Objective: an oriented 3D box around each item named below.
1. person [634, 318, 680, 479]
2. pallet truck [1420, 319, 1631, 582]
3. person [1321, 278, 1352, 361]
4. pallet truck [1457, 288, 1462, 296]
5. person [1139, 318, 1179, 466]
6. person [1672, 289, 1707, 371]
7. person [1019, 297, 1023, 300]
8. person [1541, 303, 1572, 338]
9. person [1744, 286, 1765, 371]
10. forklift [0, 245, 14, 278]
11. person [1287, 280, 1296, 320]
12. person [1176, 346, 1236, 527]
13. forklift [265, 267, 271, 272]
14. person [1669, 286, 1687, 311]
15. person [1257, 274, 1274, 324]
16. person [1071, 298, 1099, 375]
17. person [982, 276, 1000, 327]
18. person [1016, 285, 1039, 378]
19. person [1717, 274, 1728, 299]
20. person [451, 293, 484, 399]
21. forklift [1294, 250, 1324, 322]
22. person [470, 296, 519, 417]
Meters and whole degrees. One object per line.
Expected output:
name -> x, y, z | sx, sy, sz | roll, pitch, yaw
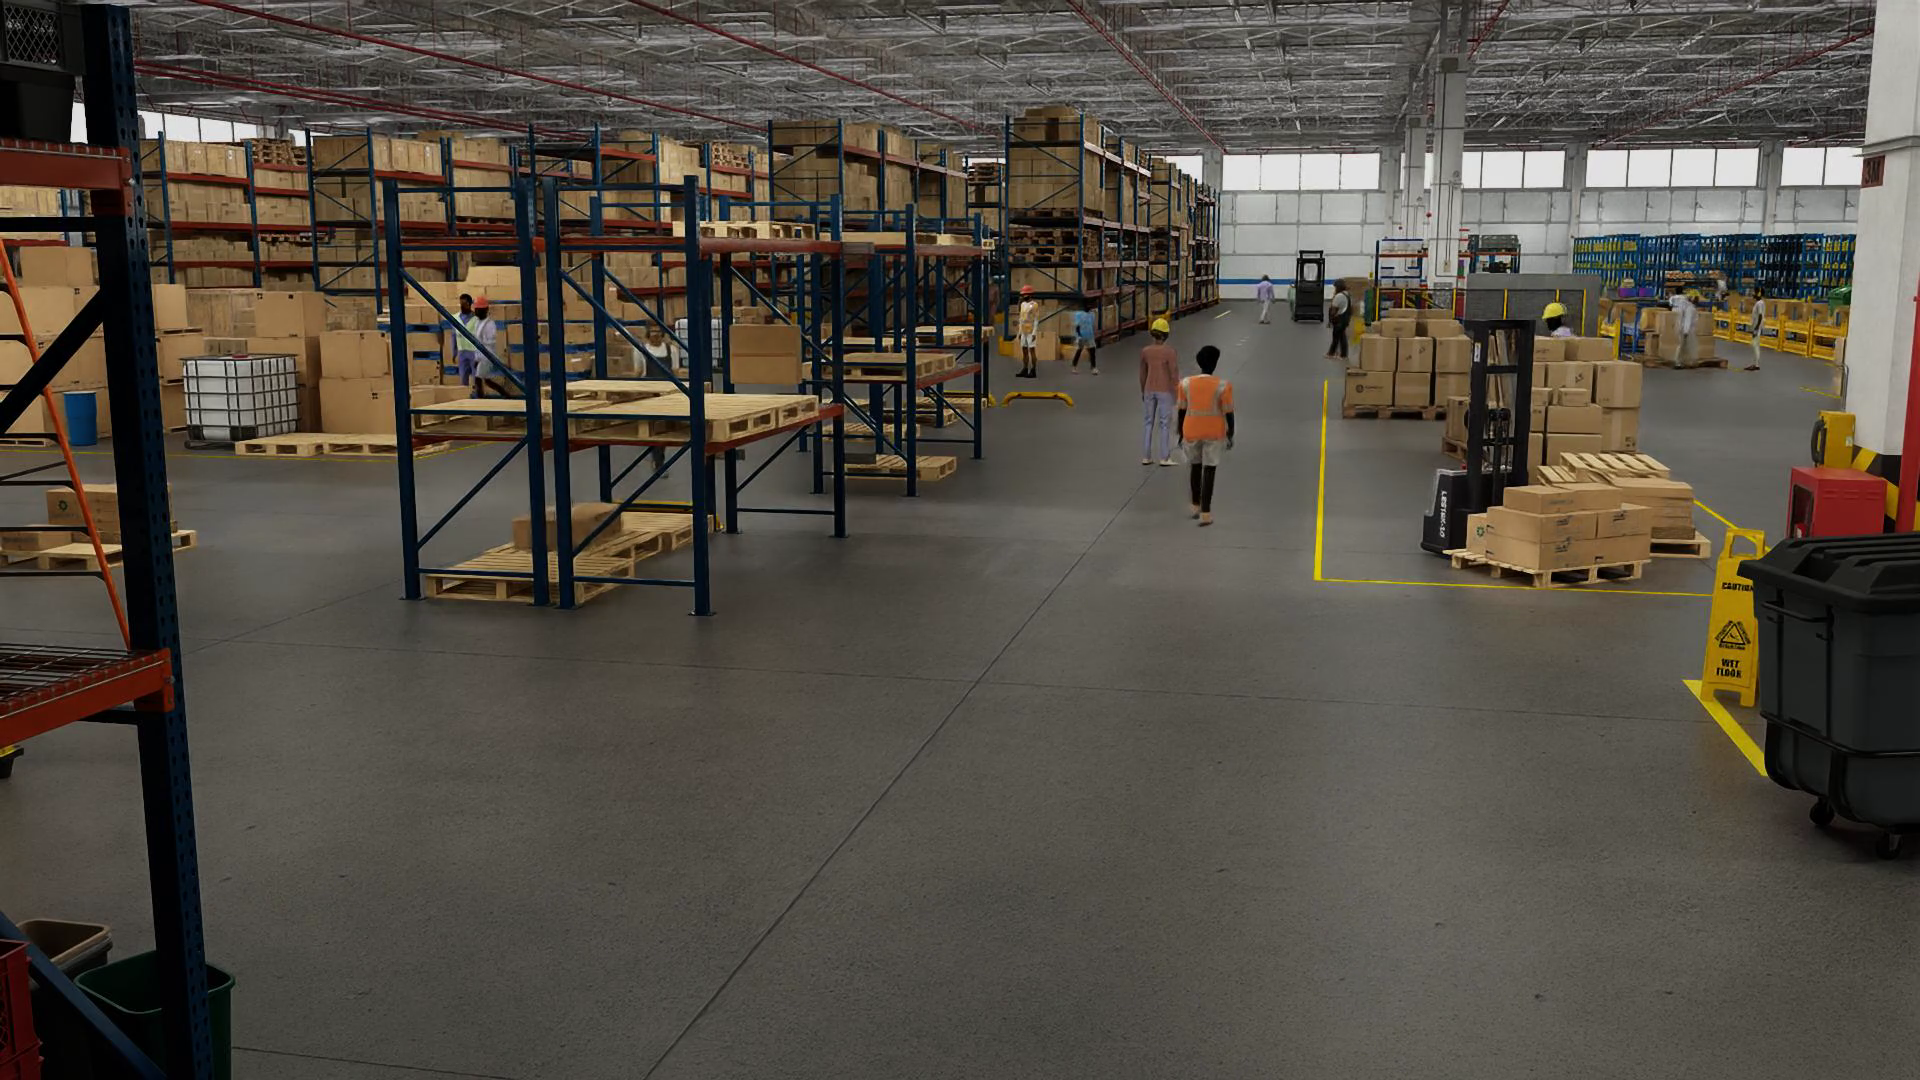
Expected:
person -> -3.468, -1.631, 19.006 | 0.516, 1.827, 0.786 | -5, 11, -26
pallet truck -> 4.543, -0.757, 13.299 | 0.823, 1.965, 1.885 | -4, 10, -22
person -> 9.148, -5.380, 40.548 | 0.904, 2.000, 0.704 | 7, 12, 34
pallet truck -> 20.506, -9.785, 68.819 | 0.653, 1.274, 1.630 | 2, 10, 12
person -> 2.393, -1.765, 19.942 | 0.530, 1.772, 0.302 | 8, 12, 39
person -> 16.308, -4.665, 36.997 | 0.799, 1.796, 0.612 | 2, 10, 13
person -> 2.170, -7.465, 53.909 | 0.542, 1.695, 0.316 | -5, 11, -27
person -> 7.813, -2.162, 21.885 | 0.467, 1.899, 0.605 | 5, 11, 30
person -> 17.721, -4.704, 37.034 | 0.328, 1.876, 0.514 | 4, 10, 21
forklift -> -24.886, -6.297, 43.492 | 1.873, 2.768, 1.129 | -5, 11, -28
person -> 13.651, -9.811, 68.029 | 0.510, 1.616, 0.585 | 7, 12, 36
person -> 2.335, -0.985, 15.615 | 0.546, 1.668, 0.744 | 4, 11, 25
forklift -> -24.476, -8.751, 58.025 | 1.129, 2.768, 1.873 | -3, 10, -18
person -> 21.803, -6.877, 50.480 | 0.541, 1.680, 0.708 | 2, 10, 14
person -> 11.626, -9.142, 63.267 | 0.710, 1.914, 0.644 | -9, 13, -44
person -> 2.678, -4.372, 35.689 | 0.527, 1.661, 0.855 | -4, 10, -23
person -> 1.015, -7.914, 55.974 | 0.673, 1.891, 0.431 | 1, 10, 6
person -> 1.410, -4.361, 34.821 | 0.358, 1.937, 0.548 | -7, 12, -37
person -> 33.027, -10.613, 72.099 | 1.009, 1.862, 0.655 | 3, 10, 18
person -> -8.035, -3.074, 27.253 | 0.597, 1.916, 0.371 | 1, 10, 7
forklift -> 13.778, -10.002, 65.433 | 1.129, 2.768, 1.873 | 2, 10, 12
person -> -7.390, -2.874, 26.110 | 0.869, 1.916, 0.550 | -6, 11, -33
